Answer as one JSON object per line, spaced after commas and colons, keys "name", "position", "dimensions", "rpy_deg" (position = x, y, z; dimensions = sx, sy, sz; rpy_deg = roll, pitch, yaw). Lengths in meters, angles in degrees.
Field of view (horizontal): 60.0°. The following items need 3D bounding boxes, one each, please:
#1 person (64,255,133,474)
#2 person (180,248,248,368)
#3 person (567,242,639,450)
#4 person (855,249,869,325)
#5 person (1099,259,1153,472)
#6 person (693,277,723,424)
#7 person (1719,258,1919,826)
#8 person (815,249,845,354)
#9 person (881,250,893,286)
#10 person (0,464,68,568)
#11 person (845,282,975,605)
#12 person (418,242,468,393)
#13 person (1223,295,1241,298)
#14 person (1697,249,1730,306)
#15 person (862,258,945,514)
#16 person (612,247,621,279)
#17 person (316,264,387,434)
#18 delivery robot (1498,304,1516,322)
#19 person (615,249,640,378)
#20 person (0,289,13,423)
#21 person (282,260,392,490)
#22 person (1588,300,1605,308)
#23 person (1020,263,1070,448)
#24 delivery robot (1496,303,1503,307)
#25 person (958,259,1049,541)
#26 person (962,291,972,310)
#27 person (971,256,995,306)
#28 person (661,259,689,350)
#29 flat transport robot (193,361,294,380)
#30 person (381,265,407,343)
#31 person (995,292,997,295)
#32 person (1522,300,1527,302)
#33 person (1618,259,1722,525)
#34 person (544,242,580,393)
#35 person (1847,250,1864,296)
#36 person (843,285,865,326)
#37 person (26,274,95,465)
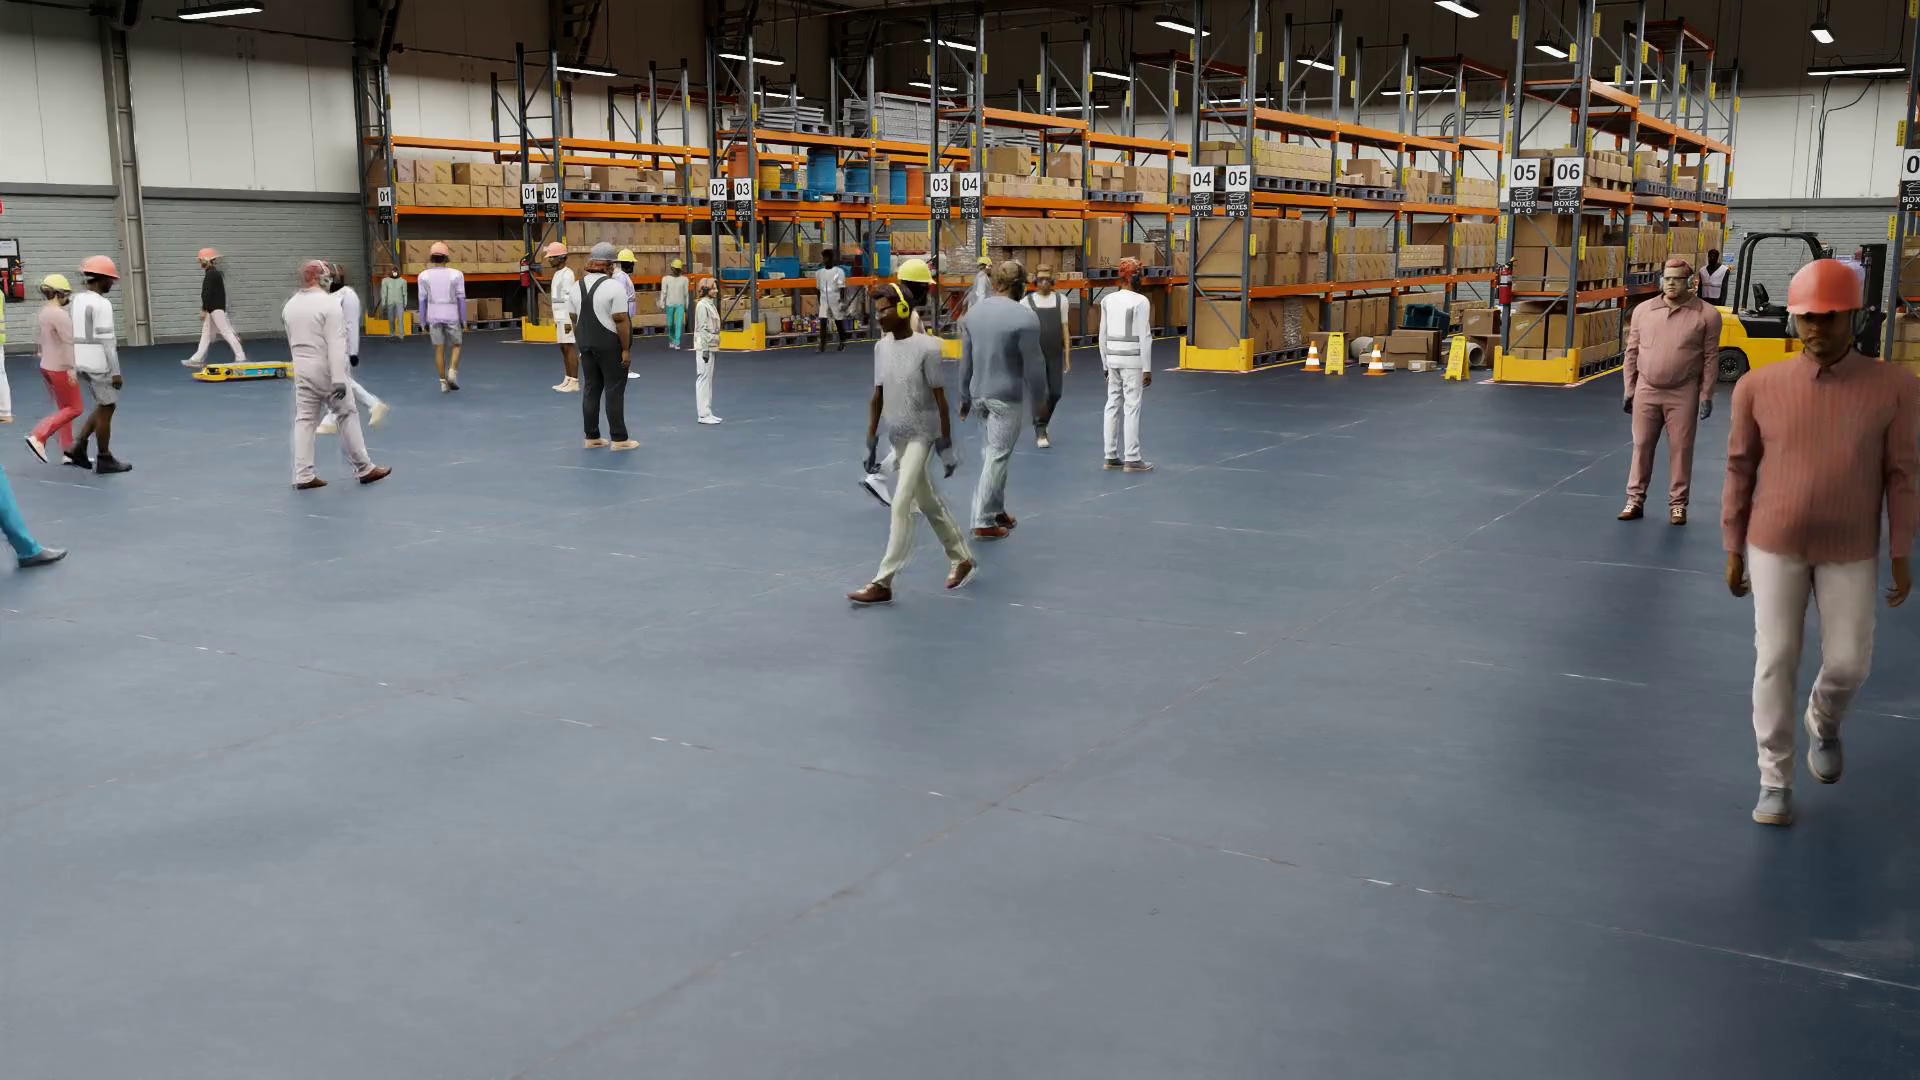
{"name": "person", "position": [-7.535, -1.525, 14.561], "dimensions": [0.560, 1.916, 0.455], "rpy_deg": [9, 13, 40]}
{"name": "person", "position": [-12.170, -3.764, 27.066], "dimensions": [1.047, 1.942, 0.628], "rpy_deg": [-3, 11, -18]}
{"name": "person", "position": [-3.470, -1.907, 16.369], "dimensions": [0.688, 2.000, 0.536], "rpy_deg": [6, 12, 31]}
{"name": "person", "position": [-2.493, -6.191, 40.862], "dimensions": [0.551, 1.873, 1.038], "rpy_deg": [2, 10, 11]}
{"name": "person", "position": [1.483, -1.550, 14.814], "dimensions": [0.346, 1.882, 0.578], "rpy_deg": [-8, 13, -38]}
{"name": "person", "position": [-2.843, -2.129, 18.732], "dimensions": [0.315, 1.641, 0.515], "rpy_deg": [0, 10, 1]}
{"name": "person", "position": [3.008, 0.003, 5.861], "dimensions": [0.627, 1.970, 0.562], "rpy_deg": [5, 11, 27]}
{"name": "person", "position": [-2.380, -4.419, 30.790], "dimensions": [0.616, 1.920, 0.998], "rpy_deg": [3, 11, 17]}
{"name": "person", "position": [-1.789, -6.386, 41.934], "dimensions": [0.515, 1.872, 0.333], "rpy_deg": [6, 12, 32]}
{"name": "person", "position": [-6.087, -0.668, 10.121], "dimensions": [0.568, 1.797, 0.974], "rpy_deg": [7, 12, 35]}
{"name": "person", "position": [-0.269, -0.565, 9.533], "dimensions": [1.005, 1.814, 0.530], "rpy_deg": [-10, 14, -43]}
{"name": "person", "position": [-6.985, -2.998, 22.500], "dimensions": [0.632, 2.032, 0.420], "rpy_deg": [-1, 10, -8]}
{"name": "person", "position": [5.545, -4.931, 33.806], "dimensions": [0.326, 1.865, 0.519], "rpy_deg": [-9, 14, -42]}
{"name": "person", "position": [14.326, -4.573, 31.673], "dimensions": [0.376, 1.912, 0.587], "rpy_deg": [-8, 13, -37]}
{"name": "person", "position": [-0.404, -1.134, 12.404], "dimensions": [0.503, 1.910, 0.600], "rpy_deg": [-1, 10, -4]}
{"name": "person", "position": [-6.141, -4.153, 29.150], "dimensions": [0.625, 1.971, 0.770], "rpy_deg": [1, 10, 6]}
{"name": "person", "position": [-6.619, -2.061, 17.885], "dimensions": [0.842, 1.814, 0.632], "rpy_deg": [-9, 13, -41]}
{"name": "delivery robot", "position": [13.093, -5.489, 40.335], "dimensions": [0.707, 0.478, 0.477], "rpy_deg": [-1, 10, -9]}
{"name": "person", "position": [-5.014, -3.398, 25.038], "dimensions": [0.366, 1.926, 0.594], "rpy_deg": [-2, 10, -11]}
{"name": "person", "position": [-10.890, -2.190, 18.552], "dimensions": [0.430, 1.836, 0.628], "rpy_deg": [0, 10, 1]}
{"name": "person", "position": [-5.216, -1.376, 13.858], "dimensions": [0.677, 1.874, 0.846], "rpy_deg": [5, 11, 28]}
{"name": "person", "position": [15.212, -5.871, 39.703], "dimensions": [0.520, 1.638, 0.309], "rpy_deg": [1, 10, 5]}
{"name": "person", "position": [0.832, -1.859, 16.687], "dimensions": [0.515, 1.832, 0.671], "rpy_deg": [-2, 10, -10]}
{"name": "delivery robot", "position": [13.248, -5.595, 40.928], "dimensions": [0.477, 0.478, 0.707], "rpy_deg": [-1, 10, -3]}
{"name": "person", "position": [0.333, -0.954, 11.397], "dimensions": [0.727, 1.908, 0.640], "rpy_deg": [-9, 14, -41]}
{"name": "person", "position": [0.300, -4.868, 34.176], "dimensions": [0.809, 1.597, 0.504], "rpy_deg": [-9, 13, -41]}
{"name": "person", "position": [0.487, -3.951, 28.519], "dimensions": [0.769, 1.789, 0.617], "rpy_deg": [-1, 10, -5]}
{"name": "person", "position": [-5.442, -4.507, 31.788], "dimensions": [0.532, 1.732, 0.760], "rpy_deg": [-2, 10, -9]}
{"name": "flat transport robot", "position": [-10.608, -2.536, 24.853], "dimensions": [1.431, 0.197, 0.652], "rpy_deg": [-10, 14, -44]}
{"name": "person", "position": [-11.572, -4.840, 34.065], "dimensions": [0.500, 1.599, 0.850], "rpy_deg": [-3, 11, -18]}
{"name": "person", "position": [0.782, -4.812, 32.966], "dimensions": [0.629, 1.934, 0.360], "rpy_deg": [0, 10, 1]}
{"name": "person", "position": [14.415, -6.405, 41.946], "dimensions": [0.652, 1.902, 0.494], "rpy_deg": [-9, 14, -43]}
{"name": "person", "position": [5.115, -1.066, 12.033], "dimensions": [0.637, 1.911, 0.403], "rpy_deg": [7, 12, 34]}
{"name": "person", "position": [-5.406, -3.011, 22.572], "dimensions": [0.401, 2.034, 0.608], "rpy_deg": [-5, 11, -27]}
{"name": "person", "position": [20.062, -5.546, 37.228], "dimensions": [0.664, 1.861, 0.995], "rpy_deg": [5, 11, 27]}
{"name": "person", "position": [-2.424, -5.583, 38.215], "dimensions": [0.516, 1.581, 0.881], "rpy_deg": [6, 12, 32]}
{"name": "person", "position": [-8.231, -1.538, 15.112], "dimensions": [0.550, 1.742, 0.517], "rpy_deg": [9, 14, 42]}
